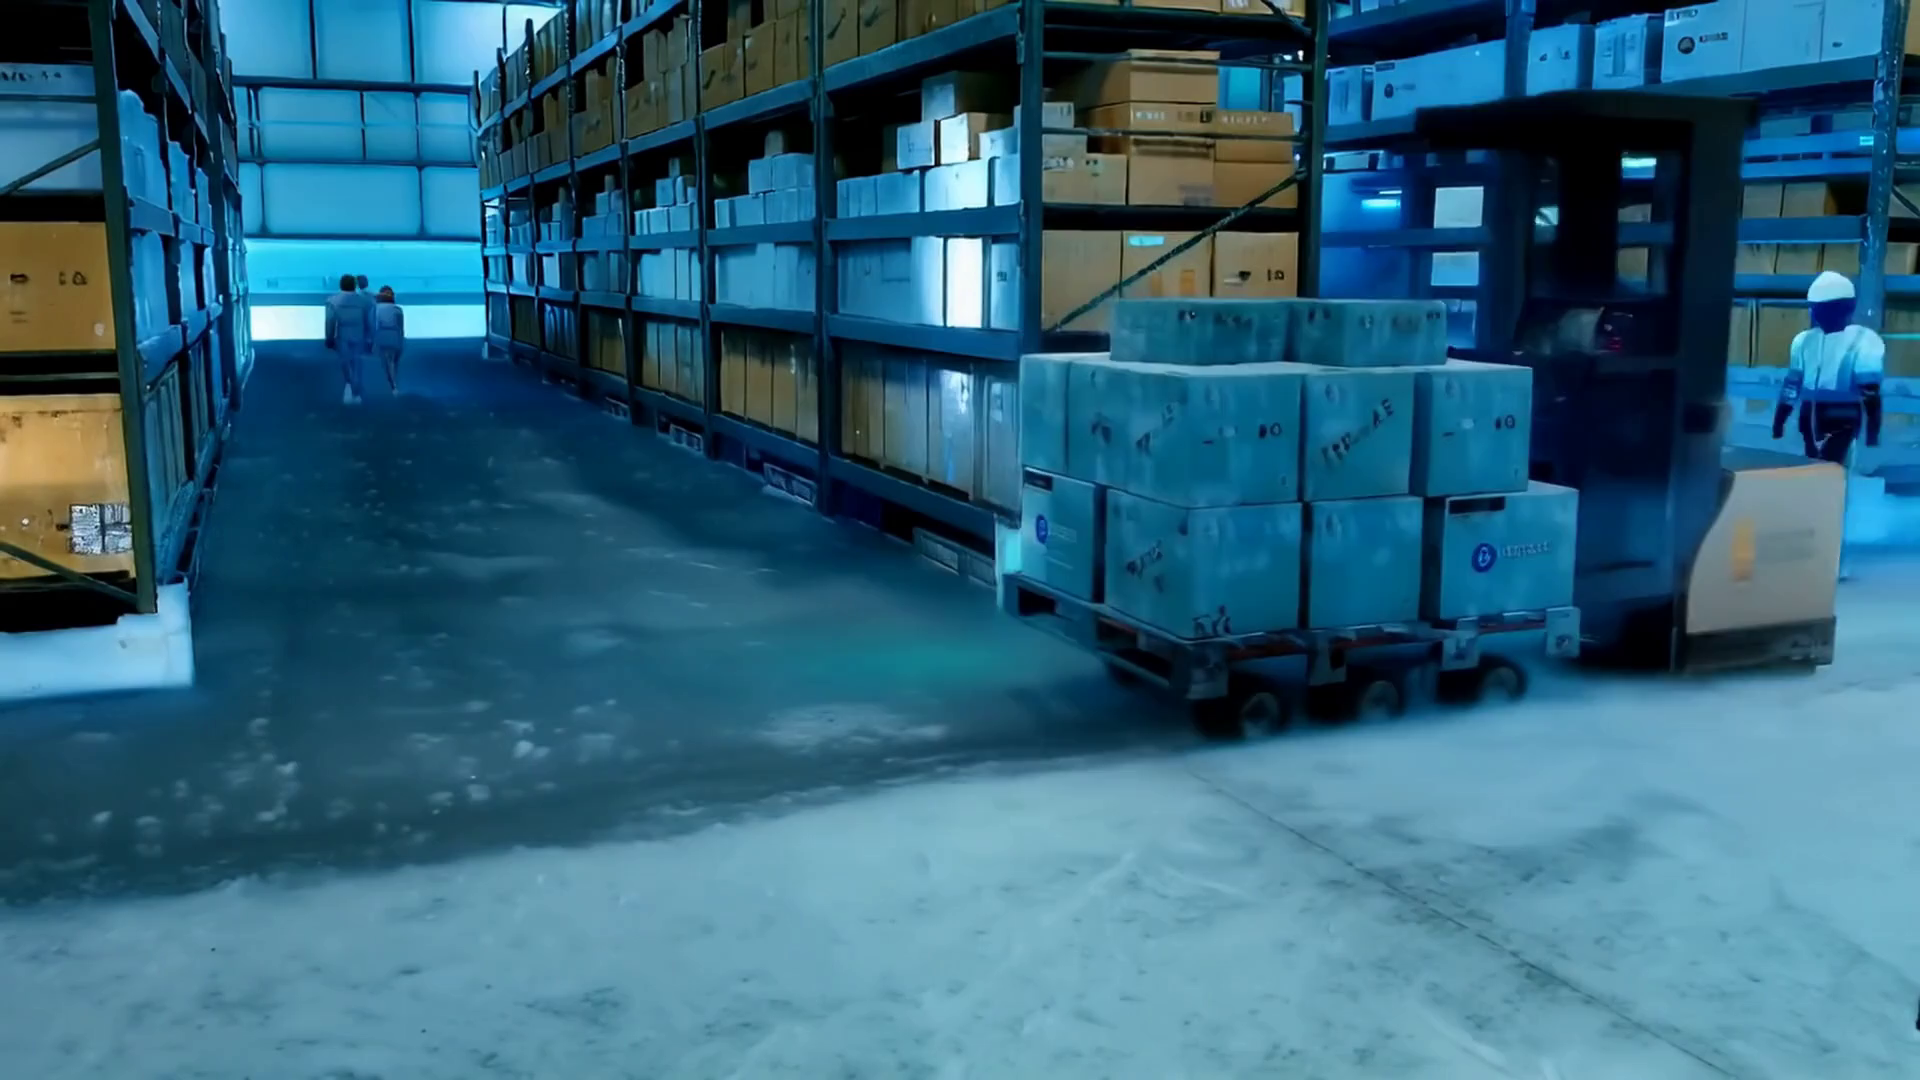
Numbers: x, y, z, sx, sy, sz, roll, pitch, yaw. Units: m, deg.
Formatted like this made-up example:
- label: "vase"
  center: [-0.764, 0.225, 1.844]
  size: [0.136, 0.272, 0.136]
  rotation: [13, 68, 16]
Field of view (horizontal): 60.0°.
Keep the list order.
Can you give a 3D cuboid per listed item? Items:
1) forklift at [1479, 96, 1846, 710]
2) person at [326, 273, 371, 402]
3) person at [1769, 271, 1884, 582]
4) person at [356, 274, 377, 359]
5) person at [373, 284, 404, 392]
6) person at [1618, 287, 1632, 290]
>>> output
- label: "forklift"
  center: [3.357, -0.728, 8.223]
  size: [1.873, 2.768, 1.129]
  rotation: [-4, 10, -23]
- label: "person"
  center: [-8.960, -2.956, 24.455]
  size: [0.629, 1.919, 0.770]
  rotation: [-5, 11, -26]
- label: "person"
  center: [5.425, -0.682, 10.550]
  size: [0.893, 2.005, 0.636]
  rotation: [-4, 10, -21]
- label: "person"
  center: [-12.782, -4.775, 35.611]
  size: [0.542, 1.825, 0.662]
  rotation: [-4, 10, -23]
- label: "person"
  center: [-9.098, -3.210, 26.547]
  size: [0.490, 1.729, 0.550]
  rotation: [-7, 12, -36]
- label: "person"
  center: [11.185, -3.464, 28.138]
  size: [0.353, 1.688, 0.553]
  rotation: [9, 13, 43]
